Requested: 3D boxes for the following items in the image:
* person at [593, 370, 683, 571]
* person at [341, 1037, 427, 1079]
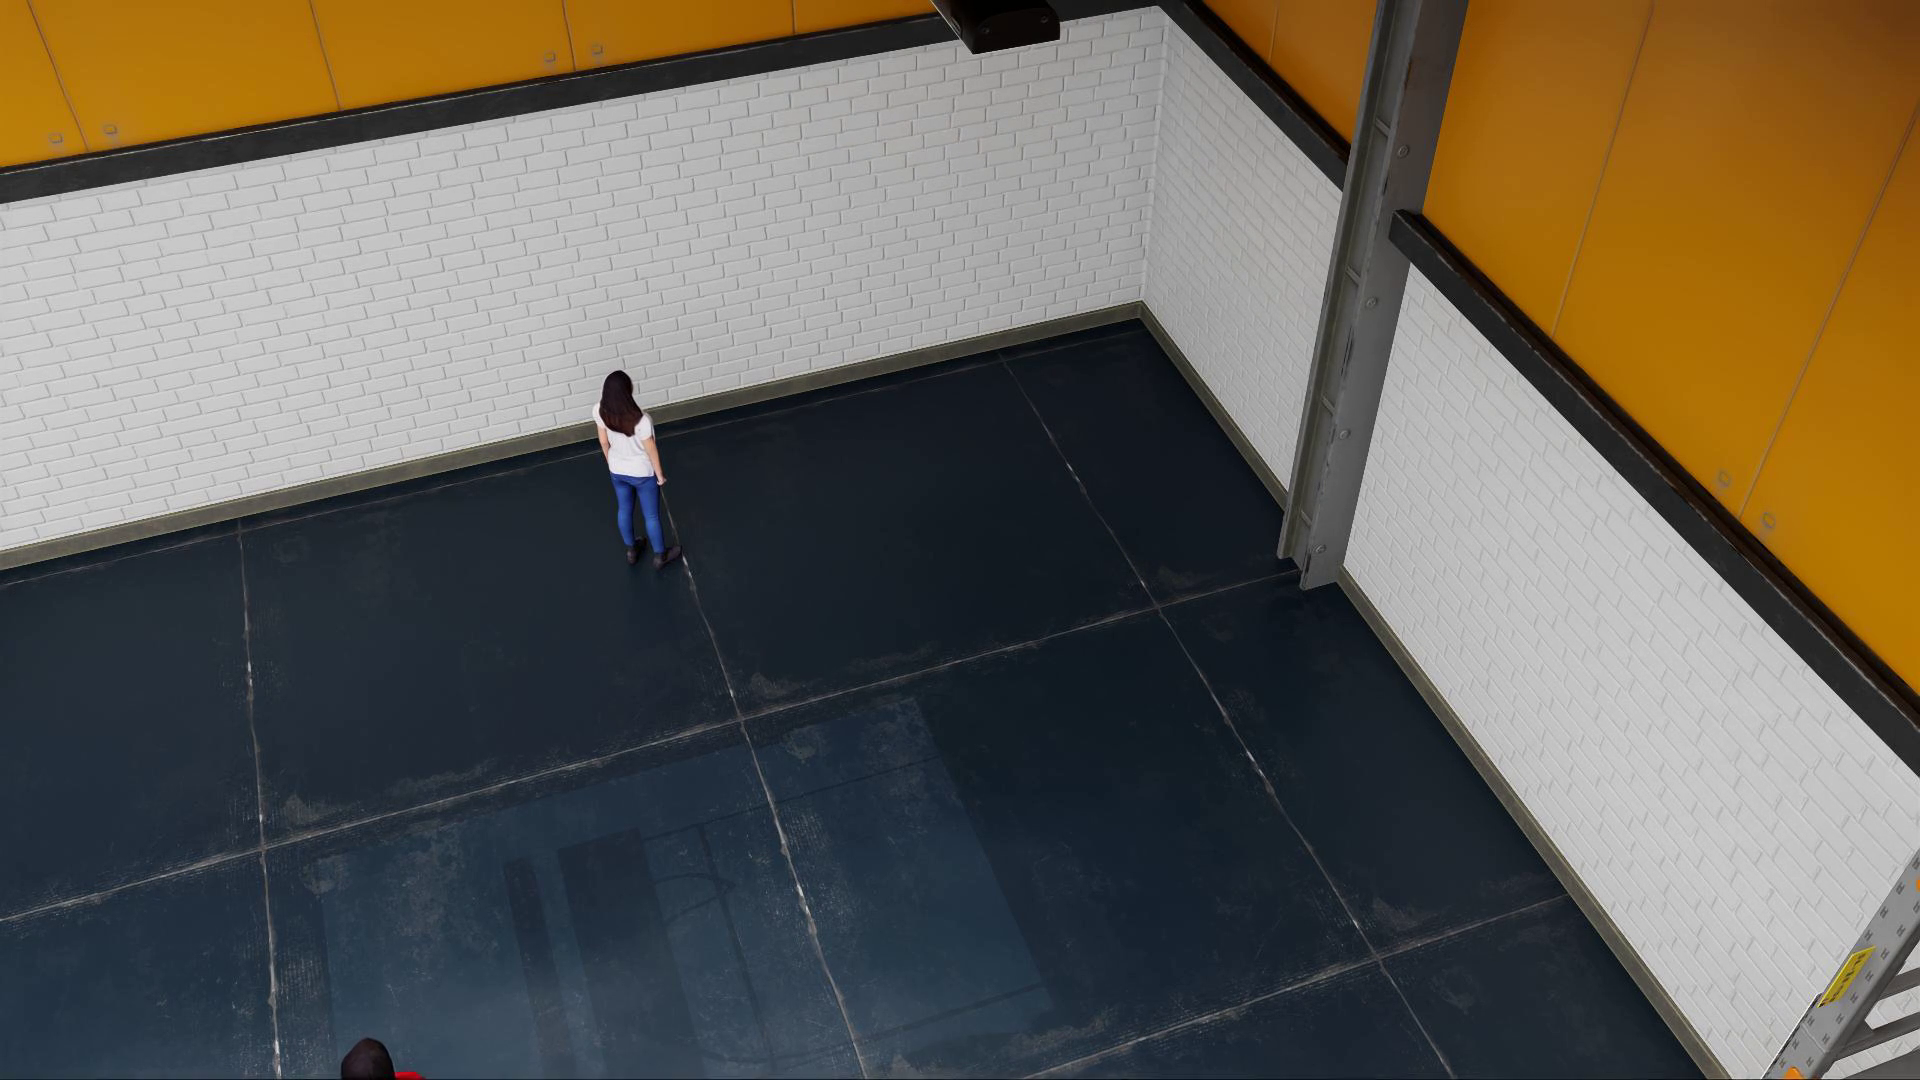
[{"bbox_3d":[-2.235,-0.461,11.384,0.674,1.685,0.722,15,46,15],"label":"person"},{"bbox_3d":[-2.605,2.872,7.843,0.588,1.743,0.521,-11,45,-11],"label":"person"}]
